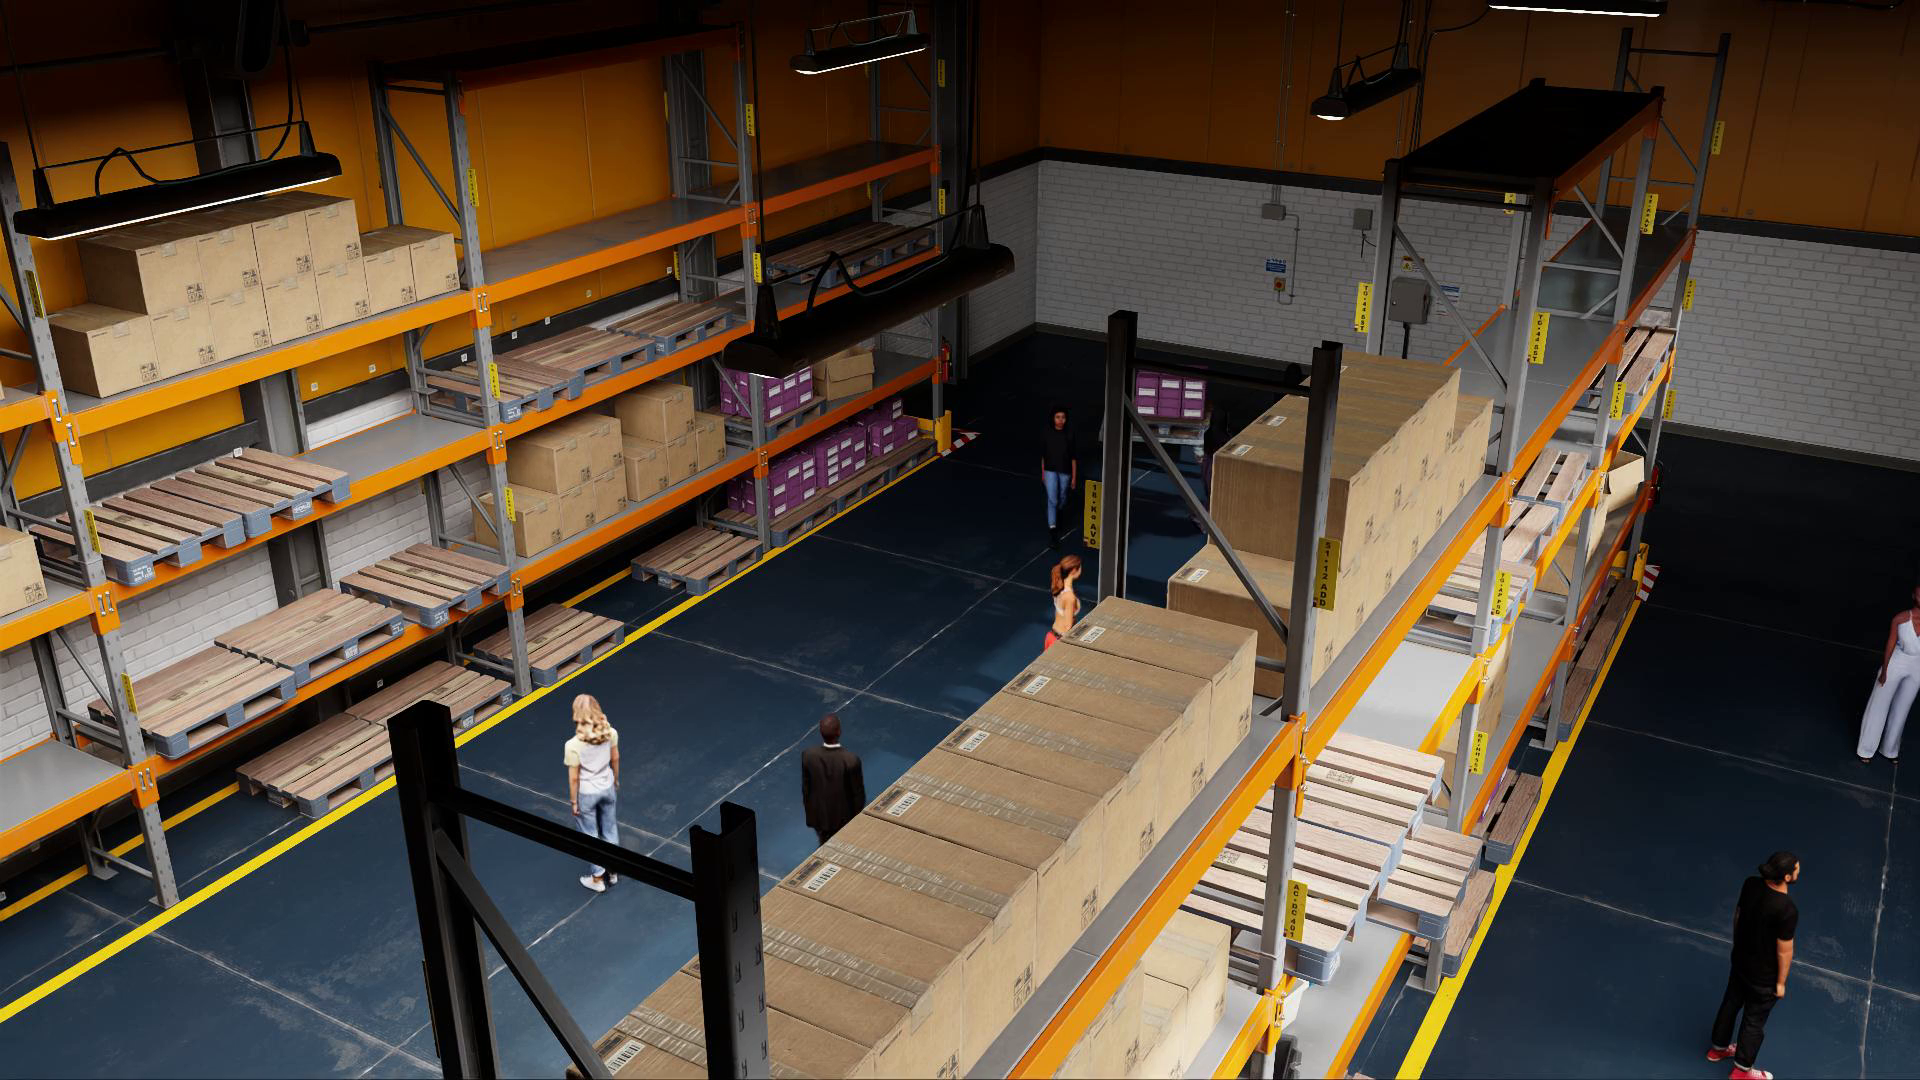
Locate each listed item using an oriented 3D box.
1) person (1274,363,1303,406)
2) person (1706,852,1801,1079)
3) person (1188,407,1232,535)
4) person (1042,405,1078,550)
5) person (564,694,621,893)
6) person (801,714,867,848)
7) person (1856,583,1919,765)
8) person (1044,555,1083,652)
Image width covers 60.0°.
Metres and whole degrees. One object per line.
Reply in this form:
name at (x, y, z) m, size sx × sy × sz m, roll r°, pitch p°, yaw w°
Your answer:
person at (4.141, -1.394, 20.920) m, size 0.626 × 1.734 × 0.545 m, roll 10°, pitch 26°, yaw 22°
person at (5.364, 2.849, 11.188) m, size 0.757 × 1.757 × 0.698 m, roll -6°, pitch 24°, yaw -14°
person at (2.982, -0.801, 19.729) m, size 0.982 × 1.603 × 0.863 m, roll -11°, pitch 26°, yaw -24°
person at (1.158, -0.794, 19.655) m, size 0.969 × 1.649 × 1.259 m, roll 1°, pitch 24°, yaw 1°
person at (-2.859, 2.005, 13.159) m, size 0.609 × 1.723 × 0.770 m, roll -21°, pitch 31°, yaw -39°
person at (-0.971, 2.175, 12.683) m, size 0.762 × 1.794 × 0.731 m, roll 7°, pitch 24°, yaw 15°
person at (8.457, 1.196, 14.937) m, size 0.647 × 1.782 × 0.634 m, roll 1°, pitch 24°, yaw 3°
person at (0.863, 1.009, 15.388) m, size 0.804 × 1.763 × 0.754 m, roll -5°, pitch 24°, yaw -12°
